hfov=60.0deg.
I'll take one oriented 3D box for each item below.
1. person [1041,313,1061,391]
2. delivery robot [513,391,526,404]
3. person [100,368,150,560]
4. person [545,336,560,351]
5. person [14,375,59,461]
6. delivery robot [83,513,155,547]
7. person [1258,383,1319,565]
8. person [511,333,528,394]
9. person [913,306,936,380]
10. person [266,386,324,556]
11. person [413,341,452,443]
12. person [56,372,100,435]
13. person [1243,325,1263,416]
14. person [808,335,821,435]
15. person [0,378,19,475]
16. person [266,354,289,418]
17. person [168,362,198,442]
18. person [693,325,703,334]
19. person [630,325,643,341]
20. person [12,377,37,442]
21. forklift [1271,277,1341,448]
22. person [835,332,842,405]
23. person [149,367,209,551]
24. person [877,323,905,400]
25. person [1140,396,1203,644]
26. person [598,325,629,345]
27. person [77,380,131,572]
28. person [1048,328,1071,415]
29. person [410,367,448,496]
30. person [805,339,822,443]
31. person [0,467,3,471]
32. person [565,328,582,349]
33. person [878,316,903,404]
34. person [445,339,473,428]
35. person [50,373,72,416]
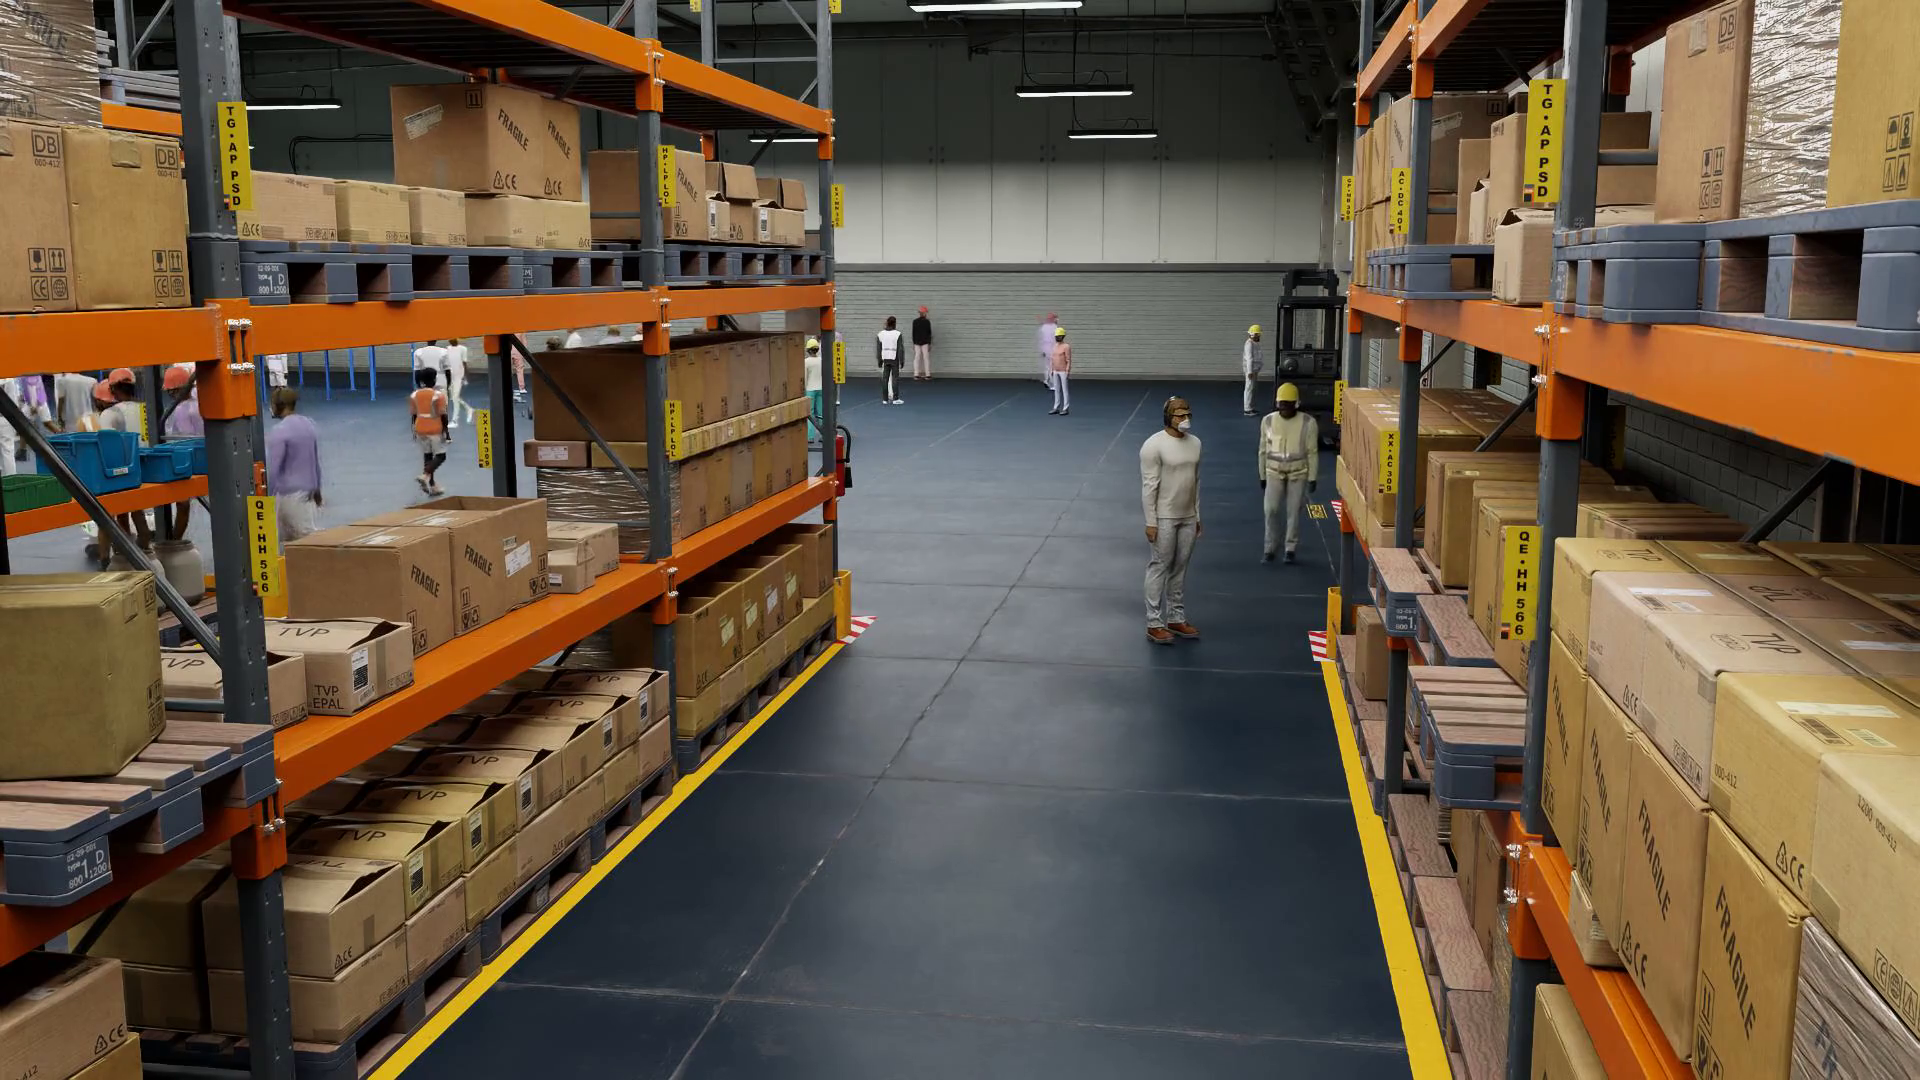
[{"bbox_3d":[2.284,-4.591,40.568,0.433,1.895,0.670,-8,12,-39],"label":"person"},{"bbox_3d":[-8.770,-2.843,32.964,0.335,0.223,0.698,-4,10,-22],"label":"delivery robot"},{"bbox_3d":[-7.915,-0.623,15.742,0.611,2.009,0.617,4,10,22],"label":"person"},{"bbox_3d":[-6.764,-2.482,27.759,0.651,1.832,0.447,7,12,37],"label":"person"},{"bbox_3d":[-14.292,-2.175,25.806,0.539,1.876,0.994,9,13,44],"label":"person"},{"bbox_3d":[-8.597,-0.137,17.073,0.707,0.478,0.477,-6,11,-33],"label":"delivery robot"},{"bbox_3d":[3.238,-0.644,16.486,0.612,1.801,0.733,3,10,18],"label":"person"},{"bbox_3d":[-10.625,-4.441,39.623,0.651,1.907,0.409,-1,9,-6],"label":"person"},{"bbox_3d":[-0.974,-5.298,44.773,0.621,1.968,0.660,6,11,35],"label":"person"},{"bbox_3d":[-6.054,-0.418,14.847,0.990,1.889,0.660,1,9,4],"label":"person"},{"bbox_3d":[-8.936,-2.623,28.222,0.608,1.966,0.371,-2,10,-15],"label":"person"},{"bbox_3d":[-11.787,-1.585,22.296,0.547,1.814,0.990,-5,10,-27],"label":"person"},{"bbox_3d":[5.936,-3.443,33.699,0.404,1.827,0.601,3,10,19],"label":"person"},{"bbox_3d":[-2.517,-2.853,29.546,0.604,2.000,0.693,3,10,18],"label":"person"},{"bbox_3d":[-12.521,-1.511,21.611,0.573,1.887,0.355,-2,9,-10],"label":"person"},{"bbox_3d":[-13.535,-3.392,33.054,0.547,1.939,0.376,6,11,33],"label":"person"},{"bbox_3d":[-12.694,-2.434,27.341,0.519,1.872,0.596,0,9,-1],"label":"person"},{"bbox_3d":[-5.166,-3.320,32.896,0.514,1.843,0.327,2,9,12],"label":"person"},{"bbox_3d":[-7.632,-4.325,39.799,0.559,1.623,0.326,-3,10,-20],"label":"person"},{"bbox_3d":[-15.995,-2.474,28.360,0.512,1.615,0.623,-8,12,-40],"label":"person"},{"bbox_3d":[5.847,-3.016,27.970,1.129,2.768,1.873,1,9,9],"label":"forklift"},{"bbox_3d":[-2.829,-3.884,36.128,0.595,1.923,0.373,-7,12,-37],"label":"person"},{"bbox_3d":[-7.645,-0.735,16.547,1.038,1.973,0.657,2,9,10],"label":"person"},{"bbox_3d":[-1.598,-4.127,37.981,0.630,1.816,0.828,-5,10,-28],"label":"person"},{"bbox_3d":[1.688,-0.168,13.165,0.635,1.939,0.366,-8,12,-41],"label":"person"},{"bbox_3d":[-6.613,-3.203,31.942,0.645,1.924,0.479,-1,9,-9],"label":"person"},{"bbox_3d":[-7.997,-0.559,15.728,0.558,1.888,0.958,-5,11,-29],"label":"person"},{"bbox_3d":[2.037,-3.431,33.822,0.329,1.769,0.526,-8,12,-39],"label":"person"},{"bbox_3d":[-6.890,-1.394,21.499,0.540,1.687,0.546,3,10,19],"label":"person"},{"bbox_3d":[-2.495,-2.530,28.264,0.535,1.767,0.317,-7,12,-38],"label":"person"},{"bbox_3d":[-14.236,-1.822,24.109,0.530,1.697,0.321,1,9,9],"label":"person"},{"bbox_3d":[-8.108,-3.736,35.210,0.702,1.924,0.617,-5,10,-27],"label":"person"},{"bbox_3d":[-1.520,-3.959,36.609,0.600,1.917,0.376,5,10,26],"label":"person"},{"bbox_3d":[-9.413,-3.041,31.204,0.512,1.846,0.738,4,10,25],"label":"person"},{"bbox_3d":[-18.169,-3.526,33.697,0.611,1.996,0.378,-1,9,-9],"label":"person"}]
